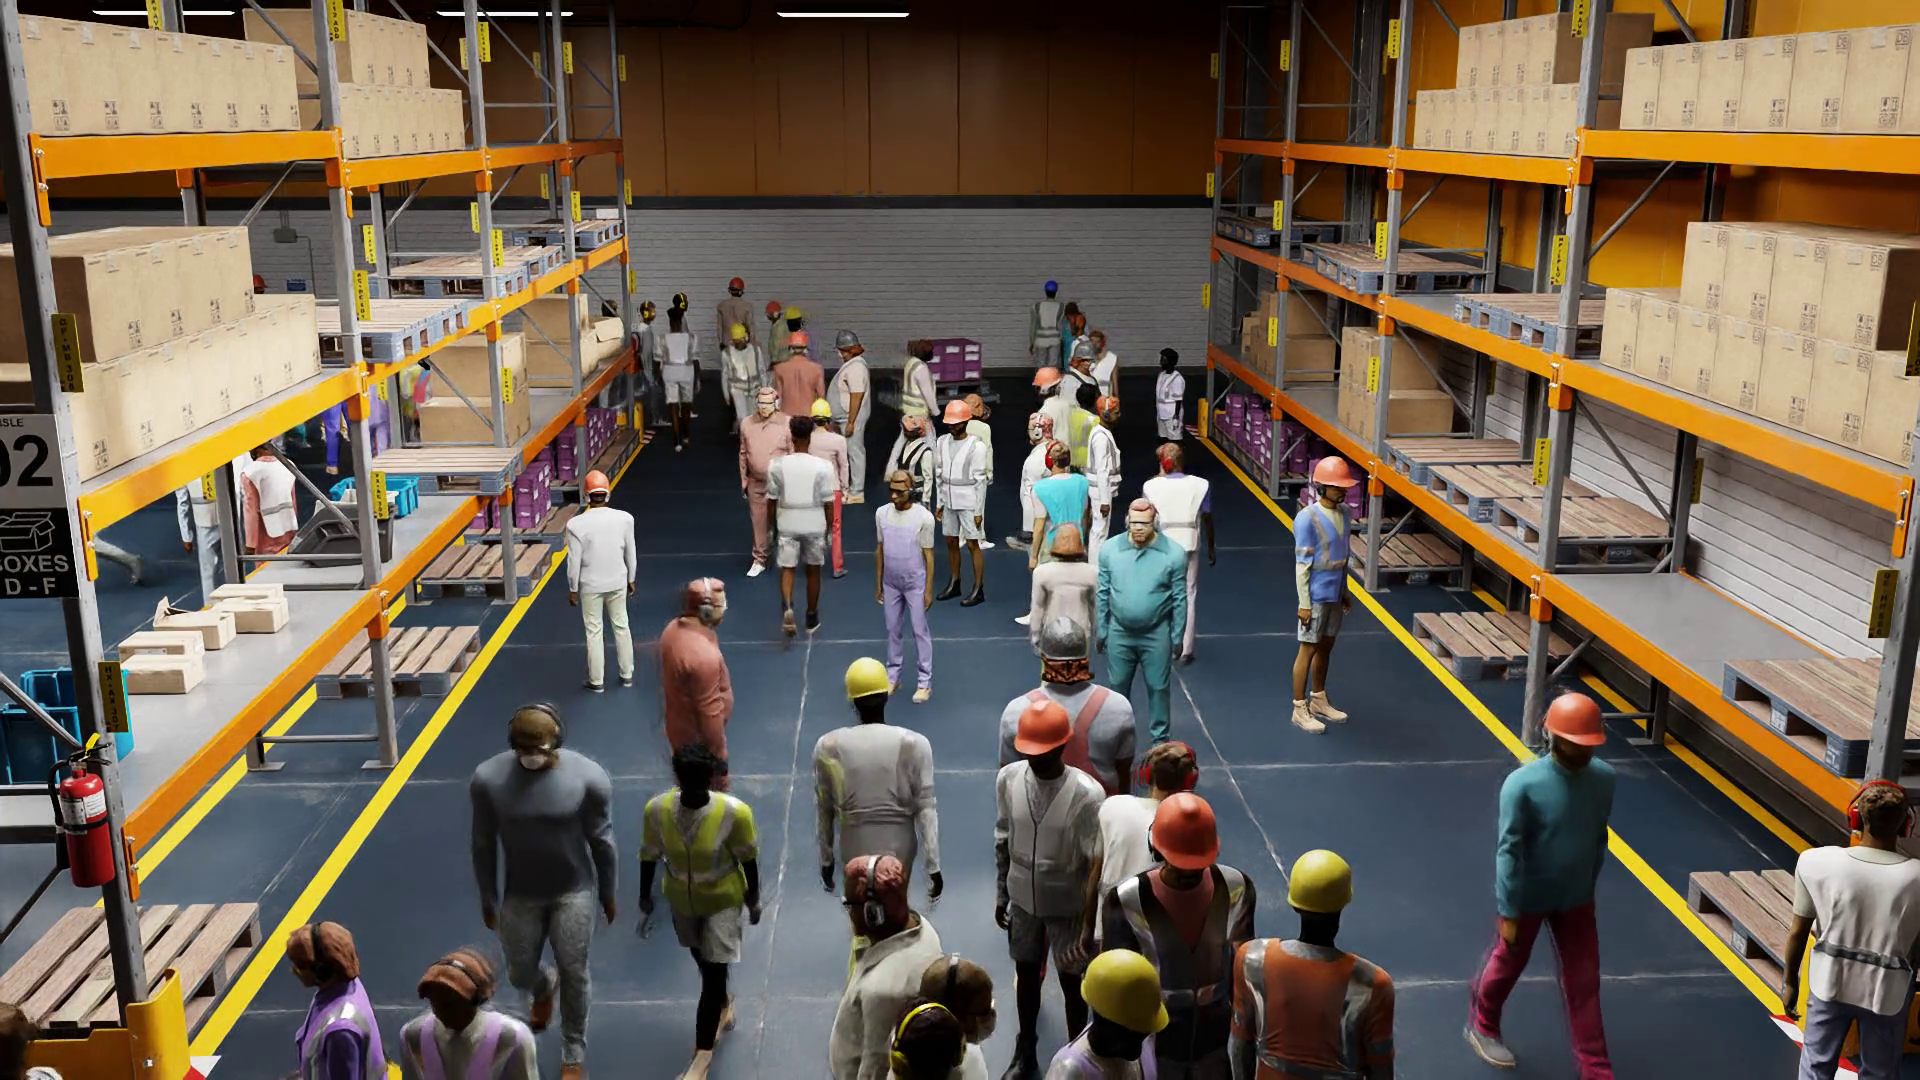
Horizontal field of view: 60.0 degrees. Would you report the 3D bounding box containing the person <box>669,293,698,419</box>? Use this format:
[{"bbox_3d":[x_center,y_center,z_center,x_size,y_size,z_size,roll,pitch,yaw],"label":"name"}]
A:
[{"bbox_3d":[-4.162,-2.750,24.883,0.339,1.866,0.515,-8,17,-30],"label":"person"}]

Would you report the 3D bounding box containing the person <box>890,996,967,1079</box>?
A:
[{"bbox_3d":[-0.077,2.280,5.120,0.312,1.864,0.532,13,20,42],"label":"person"}]

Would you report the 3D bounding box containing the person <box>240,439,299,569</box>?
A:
[{"bbox_3d":[-5.854,-0.050,14.186,0.398,1.909,0.599,4,15,15],"label":"person"}]

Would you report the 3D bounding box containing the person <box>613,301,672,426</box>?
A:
[{"bbox_3d":[-4.637,-2.555,24.156,0.816,1.841,0.536,0,14,0],"label":"person"}]

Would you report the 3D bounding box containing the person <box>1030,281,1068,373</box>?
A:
[{"bbox_3d":[1.438,-3.139,26.302,0.642,1.902,0.949,2,14,8],"label":"person"}]

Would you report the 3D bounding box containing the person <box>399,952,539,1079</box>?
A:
[{"bbox_3d":[-1.718,2.183,6.006,0.525,1.600,0.781,1,14,3],"label":"person"}]

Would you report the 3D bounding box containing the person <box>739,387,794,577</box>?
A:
[{"bbox_3d":[-1.854,-0.550,16.177,0.642,1.901,0.397,4,15,17],"label":"person"}]

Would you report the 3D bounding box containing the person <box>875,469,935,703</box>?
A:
[{"bbox_3d":[-0.425,0.347,12.778,0.502,1.837,0.349,7,16,25],"label":"person"}]

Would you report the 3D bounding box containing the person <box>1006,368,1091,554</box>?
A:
[{"bbox_3d":[0.992,-0.792,17.048,1.009,1.952,0.628,11,18,36],"label":"person"}]

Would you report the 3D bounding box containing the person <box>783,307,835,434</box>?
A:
[{"bbox_3d":[-2.186,-2.296,23.101,1.002,1.875,0.603,5,15,20],"label":"person"}]

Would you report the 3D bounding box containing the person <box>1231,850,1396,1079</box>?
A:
[{"bbox_3d":[1.260,2.023,5.996,0.586,1.930,0.357,7,16,24],"label":"person"}]

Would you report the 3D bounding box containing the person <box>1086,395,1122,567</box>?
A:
[{"bbox_3d":[1.361,-0.436,15.740,0.342,1.883,0.587,1,14,3],"label":"person"}]

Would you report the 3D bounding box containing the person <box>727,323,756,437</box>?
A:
[{"bbox_3d":[-3.085,-2.310,23.680,0.536,1.587,0.864,6,15,22],"label":"person"}]

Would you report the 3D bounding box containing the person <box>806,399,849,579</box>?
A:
[{"bbox_3d":[-1.334,-0.489,16.182,0.527,1.772,0.305,1,14,4],"label":"person"}]

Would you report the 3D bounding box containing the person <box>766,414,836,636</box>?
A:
[{"bbox_3d":[-1.370,-0.101,14.293,0.604,1.952,0.691,0,14,2],"label":"person"}]

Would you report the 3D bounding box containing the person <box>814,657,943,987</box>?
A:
[{"bbox_3d":[-0.401,1.527,8.083,0.623,1.875,0.945,0,14,1],"label":"person"}]

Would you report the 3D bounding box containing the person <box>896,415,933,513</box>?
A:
[{"bbox_3d":[-0.436,-0.405,16.109,0.310,1.639,0.514,-9,17,-32],"label":"person"}]

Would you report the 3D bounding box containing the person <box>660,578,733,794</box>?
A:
[{"bbox_3d":[-1.492,1.124,9.615,0.424,1.881,0.653,-6,15,-21],"label":"person"}]

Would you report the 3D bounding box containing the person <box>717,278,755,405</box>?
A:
[{"bbox_3d":[-3.485,-3.098,26.000,0.622,1.987,0.406,3,15,11],"label":"person"}]

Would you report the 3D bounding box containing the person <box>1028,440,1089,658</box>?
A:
[{"bbox_3d":[0.821,0.095,13.733,0.564,1.847,0.396,-10,17,-33],"label":"person"}]

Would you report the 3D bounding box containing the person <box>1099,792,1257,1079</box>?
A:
[{"bbox_3d":[0.833,1.895,6.308,0.613,2.031,0.402,-3,15,-13],"label":"person"}]

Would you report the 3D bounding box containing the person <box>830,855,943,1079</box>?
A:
[{"bbox_3d":[-0.269,2.034,6.034,0.400,1.894,0.658,2,14,8],"label":"person"}]

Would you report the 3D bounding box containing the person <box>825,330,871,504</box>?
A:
[{"bbox_3d":[-1.307,-1.450,19.409,0.535,2.000,0.674,0,14,0],"label":"person"}]

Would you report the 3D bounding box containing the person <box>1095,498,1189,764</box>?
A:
[{"bbox_3d":[1.242,0.637,11.508,0.647,1.899,0.399,5,15,17],"label":"person"}]

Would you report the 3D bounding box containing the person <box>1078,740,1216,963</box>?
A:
[{"bbox_3d":[0.875,1.745,7.344,0.591,1.792,0.834,13,19,41],"label":"person"}]

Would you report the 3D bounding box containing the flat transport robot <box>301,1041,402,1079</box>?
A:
[{"bbox_3d":[-2.908,2.594,7.063,0.652,0.197,1.431,10,17,33],"label":"flat transport robot"}]

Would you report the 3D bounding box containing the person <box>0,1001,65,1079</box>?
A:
[{"bbox_3d":[-2.764,2.280,5.232,0.586,1.818,0.554,-4,15,-16],"label":"person"}]

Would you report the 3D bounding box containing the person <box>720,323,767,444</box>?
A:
[{"bbox_3d":[-2.882,-2.009,22.100,0.604,1.799,0.824,-7,16,-24],"label":"person"}]

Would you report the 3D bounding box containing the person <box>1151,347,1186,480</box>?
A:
[{"bbox_3d":[2.561,-1.511,20.351,0.318,1.693,0.533,-6,15,-22],"label":"person"}]

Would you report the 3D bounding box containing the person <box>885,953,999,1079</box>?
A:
[{"bbox_3d":[0.060,2.210,5.299,0.858,1.908,0.650,3,15,13],"label":"person"}]

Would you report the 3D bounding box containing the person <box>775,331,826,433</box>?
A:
[{"bbox_3d":[-1.882,-1.474,19.649,0.610,1.976,0.499,0,14,-1],"label":"person"}]

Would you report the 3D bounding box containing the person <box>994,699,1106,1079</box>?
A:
[{"bbox_3d":[0.386,1.634,7.538,0.543,1.929,0.386,8,16,28],"label":"person"}]

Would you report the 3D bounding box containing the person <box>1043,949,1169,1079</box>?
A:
[{"bbox_3d":[0.479,2.189,5.392,0.394,1.913,0.587,10,17,34],"label":"person"}]

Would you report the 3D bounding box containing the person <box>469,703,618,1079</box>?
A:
[{"bbox_3d":[-1.906,1.590,7.728,0.661,1.909,0.632,-1,14,-5],"label":"person"}]

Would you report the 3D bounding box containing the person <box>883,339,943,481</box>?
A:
[{"bbox_3d":[-0.488,-1.585,20.494,1.034,1.782,0.625,-2,14,-8],"label":"person"}]

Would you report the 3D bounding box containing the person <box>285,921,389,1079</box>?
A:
[{"bbox_3d":[-2.243,2.151,6.095,0.319,1.631,0.524,-6,15,-22],"label":"person"}]

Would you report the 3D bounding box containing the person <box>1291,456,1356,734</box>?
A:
[{"bbox_3d":[2.680,0.390,12.182,0.378,2.044,0.607,14,20,43],"label":"person"}]

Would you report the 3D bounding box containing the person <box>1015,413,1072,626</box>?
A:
[{"bbox_3d":[0.726,-0.188,14.743,0.399,1.900,0.644,8,16,30],"label":"person"}]

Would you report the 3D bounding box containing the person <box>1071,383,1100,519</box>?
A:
[{"bbox_3d":[1.294,-0.827,17.672,0.319,1.690,0.541,-12,18,-39],"label":"person"}]

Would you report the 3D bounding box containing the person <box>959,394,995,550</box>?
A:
[{"bbox_3d":[0.135,-0.710,17.320,0.500,1.633,0.282,10,17,34],"label":"person"}]

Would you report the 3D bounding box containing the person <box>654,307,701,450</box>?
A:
[{"bbox_3d":[-3.855,-2.209,22.666,0.627,1.914,1.030,-4,15,-14],"label":"person"}]

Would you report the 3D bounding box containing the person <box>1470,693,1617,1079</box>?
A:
[{"bbox_3d":[2.707,1.629,7.536,0.633,1.938,0.996,-3,15,-13],"label":"person"}]

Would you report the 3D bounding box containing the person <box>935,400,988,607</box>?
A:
[{"bbox_3d":[-0.010,-0.337,15.283,0.543,1.929,0.398,11,18,38],"label":"person"}]

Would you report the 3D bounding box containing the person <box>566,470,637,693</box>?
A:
[{"bbox_3d":[-2.815,0.318,13.044,0.572,1.748,0.342,-9,17,-32],"label":"person"}]

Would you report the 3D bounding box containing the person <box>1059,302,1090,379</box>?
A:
[{"bbox_3d":[1.733,-2.635,24.592,0.560,1.788,0.997,7,16,27],"label":"person"}]

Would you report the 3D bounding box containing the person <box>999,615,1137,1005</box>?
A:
[{"bbox_3d":[0.524,1.351,8.415,0.684,2.000,0.535,-1,14,-4],"label":"person"}]

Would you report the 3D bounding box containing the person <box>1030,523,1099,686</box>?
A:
[{"bbox_3d":[0.773,0.663,11.958,0.518,1.618,0.501,2,14,7],"label":"person"}]

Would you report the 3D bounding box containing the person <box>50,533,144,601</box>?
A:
[{"bbox_3d":[-8.161,-0.354,15.545,0.752,1.819,0.582,-13,20,-42],"label":"person"}]

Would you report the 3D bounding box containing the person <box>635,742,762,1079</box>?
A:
[{"bbox_3d":[-1.236,1.721,7.728,0.562,1.645,0.873,4,15,14],"label":"person"}]

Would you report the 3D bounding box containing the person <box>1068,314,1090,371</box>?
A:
[{"bbox_3d":[1.595,-2.067,22.164,0.360,1.877,0.588,6,16,23],"label":"person"}]

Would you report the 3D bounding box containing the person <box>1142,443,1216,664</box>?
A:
[{"bbox_3d":[1.813,0.073,13.938,0.654,1.782,0.965,2,14,6],"label":"person"}]

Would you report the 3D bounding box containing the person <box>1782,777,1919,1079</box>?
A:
[{"bbox_3d":[3.664,1.869,6.796,0.560,1.836,0.393,9,17,31],"label":"person"}]

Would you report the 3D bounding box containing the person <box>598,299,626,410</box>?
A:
[{"bbox_3d":[-5.104,-2.605,24.348,0.429,1.839,0.633,7,16,25],"label":"person"}]

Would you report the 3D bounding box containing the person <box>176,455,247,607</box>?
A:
[{"bbox_3d":[-6.443,-0.107,14.417,0.597,1.909,0.393,-10,17,-35],"label":"person"}]

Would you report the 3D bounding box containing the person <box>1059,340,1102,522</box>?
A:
[{"bbox_3d":[1.380,-1.212,18.476,0.535,2.000,0.682,6,16,23],"label":"person"}]
